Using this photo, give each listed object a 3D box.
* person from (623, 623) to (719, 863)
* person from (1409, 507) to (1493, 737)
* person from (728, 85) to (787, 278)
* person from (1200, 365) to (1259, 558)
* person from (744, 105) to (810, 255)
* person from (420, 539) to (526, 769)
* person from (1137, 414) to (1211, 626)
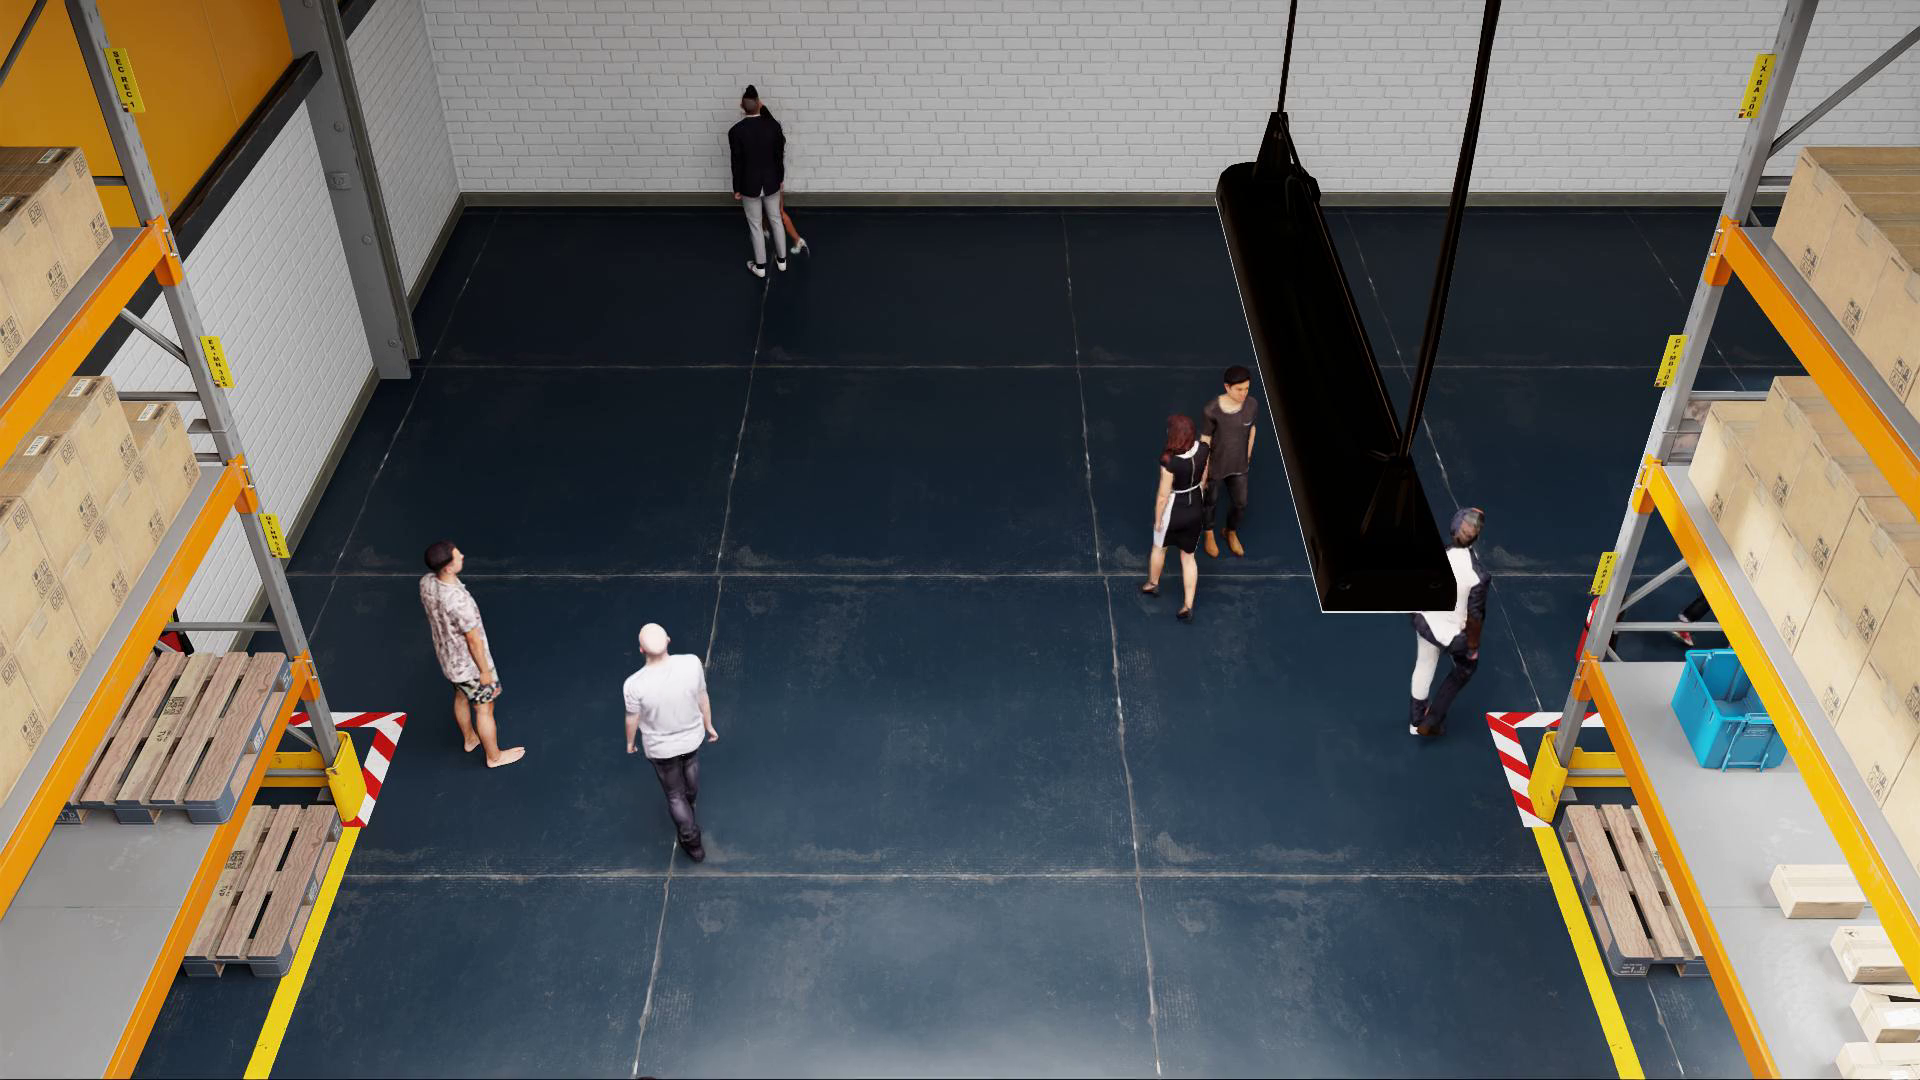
[{"bbox_3d":[-1.732,1.287,10.262,0.971,1.811,1.076,-22,44,-25],"label":"person"},{"bbox_3d":[3.181,0.623,11.036,0.881,1.884,0.822,-32,48,-33],"label":"person"},{"bbox_3d":[-1.940,-3.490,16.127,0.790,1.956,0.766,-17,41,-20],"label":"person"},{"bbox_3d":[2.007,-0.653,12.776,0.673,1.705,0.638,-6,39,-8],"label":"person"},{"bbox_3d":[-1.818,-3.534,16.489,0.921,1.574,0.983,15,41,18],"label":"person"},{"bbox_3d":[-3.273,0.748,10.934,0.743,1.815,0.795,30,48,32],"label":"person"},{"bbox_3d":[1.591,-0.172,12.120,0.786,1.773,0.936,-7,39,-9],"label":"person"}]
